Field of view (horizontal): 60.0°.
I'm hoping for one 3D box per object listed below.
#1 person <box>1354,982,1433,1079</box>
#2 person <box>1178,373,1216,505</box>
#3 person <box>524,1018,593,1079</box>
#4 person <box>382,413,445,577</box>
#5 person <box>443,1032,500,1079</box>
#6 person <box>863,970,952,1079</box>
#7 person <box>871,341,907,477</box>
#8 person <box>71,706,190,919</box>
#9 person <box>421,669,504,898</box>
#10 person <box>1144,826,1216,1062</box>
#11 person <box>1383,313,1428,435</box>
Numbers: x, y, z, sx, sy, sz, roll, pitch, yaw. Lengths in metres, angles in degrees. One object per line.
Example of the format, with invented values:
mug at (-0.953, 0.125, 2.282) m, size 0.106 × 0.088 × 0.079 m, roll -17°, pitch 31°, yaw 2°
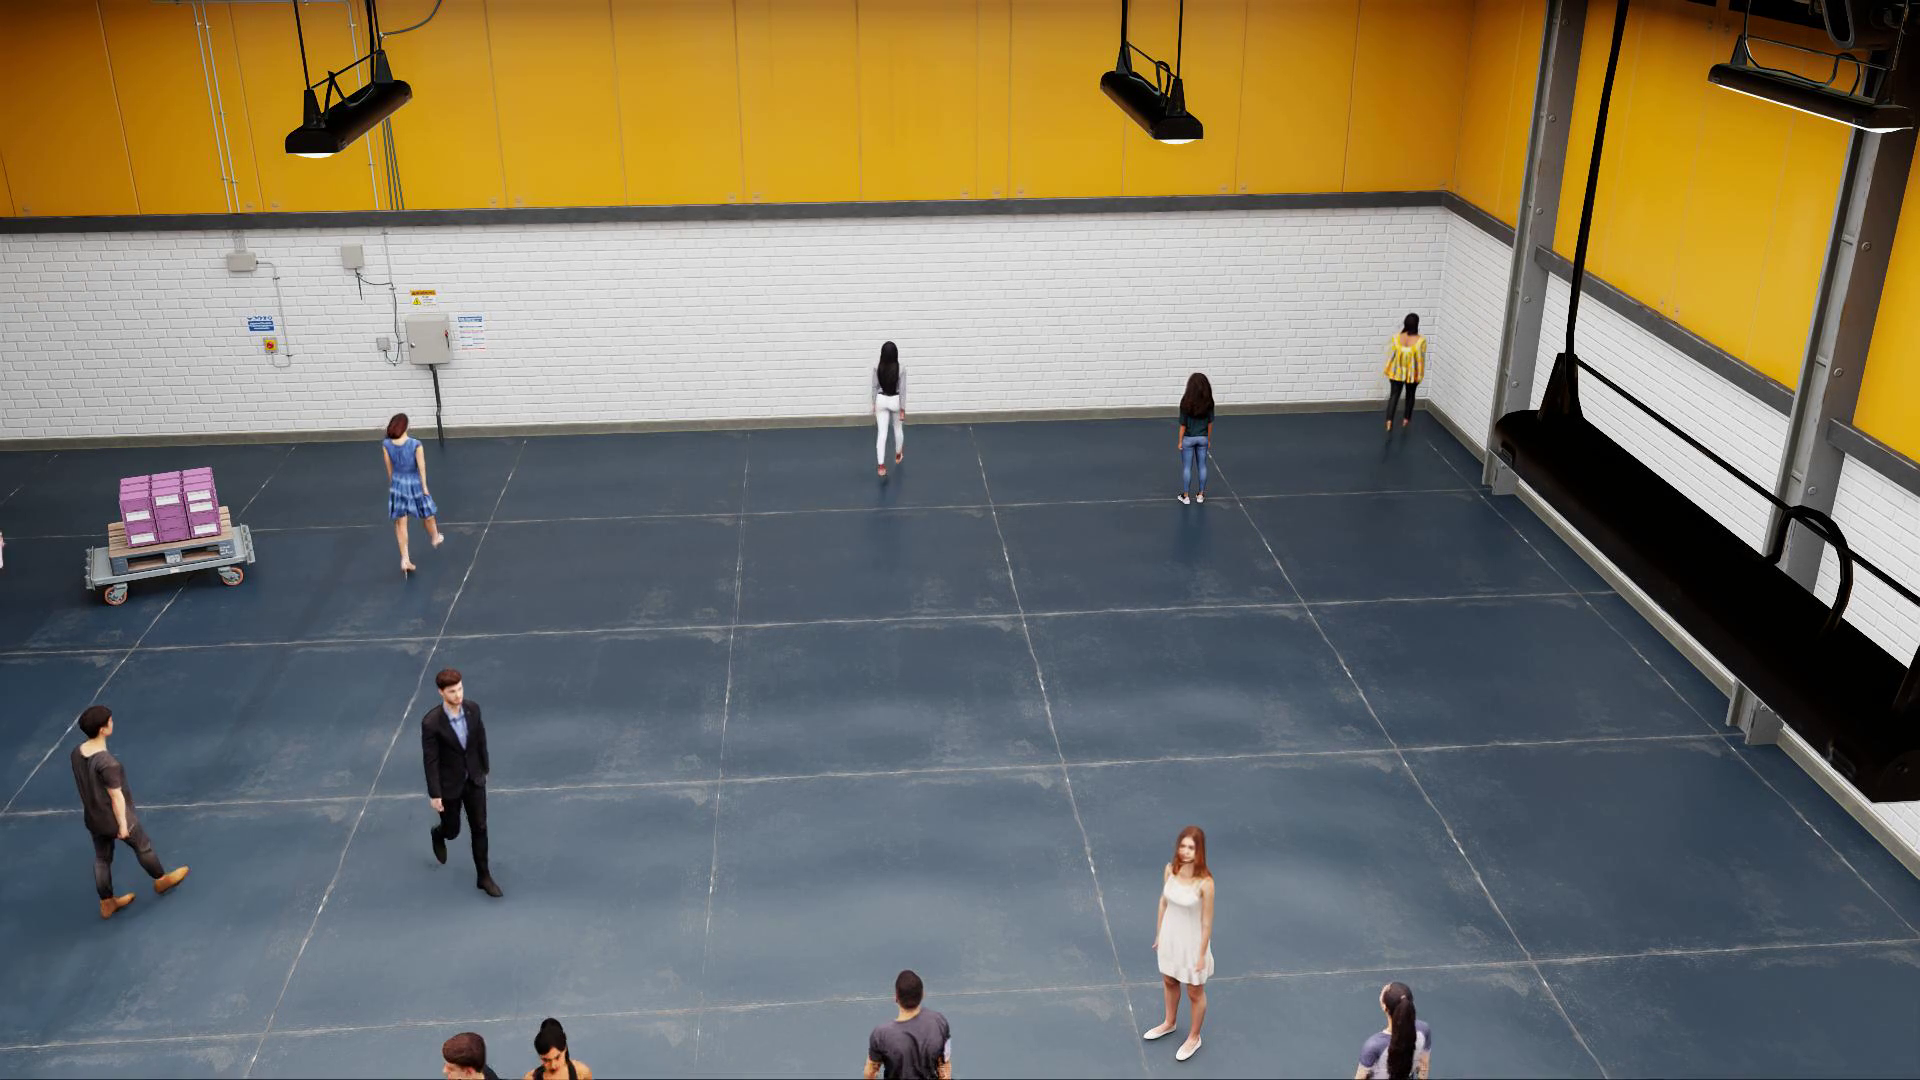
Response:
person at (2.513, 3.284, 9.554) m, size 0.678 × 1.640 × 0.666 m, roll -9°, pitch 25°, yaw -20°
person at (2.811, -1.219, 19.886) m, size 0.596 × 1.616 × 0.589 m, roll -3°, pitch 24°, yaw -7°
person at (-2.278, 3.355, 9.411) m, size 0.853 × 1.625 × 1.215 m, roll -11°, pitch 26°, yaw -23°
person at (-5.989, -0.459, 17.980) m, size 0.762 × 1.748 × 1.172 m, roll 2°, pitch 24°, yaw 4°
person at (-2.440, 3.422, 8.999) m, size 1.008 × 1.832 × 1.227 m, roll -11°, pitch 26°, yaw -23°
person at (-0.260, 3.278, 9.451) m, size 0.852 × 1.733 × 1.105 m, roll -10°, pitch 26°, yaw -22°
person at (-0.900, -1.595, 20.662) m, size 0.768 × 1.682 × 1.236 m, roll 2°, pitch 24°, yaw 4°
person at (-6.371, 2.049, 12.316) m, size 0.877 × 1.690 × 1.008 m, roll 10°, pitch 26°, yaw 22°
person at (-3.855, 1.806, 12.640) m, size 1.072 × 1.876 × 1.178 m, roll -21°, pitch 31°, yaw -40°
person at (1.482, 2.630, 10.959) m, size 0.708 × 1.713 × 0.629 m, roll -20°, pitch 31°, yaw -39°
person at (5.877, -2.177, 22.066) m, size 0.994 × 1.624 × 1.147 m, roll 9°, pitch 25°, yaw 21°
